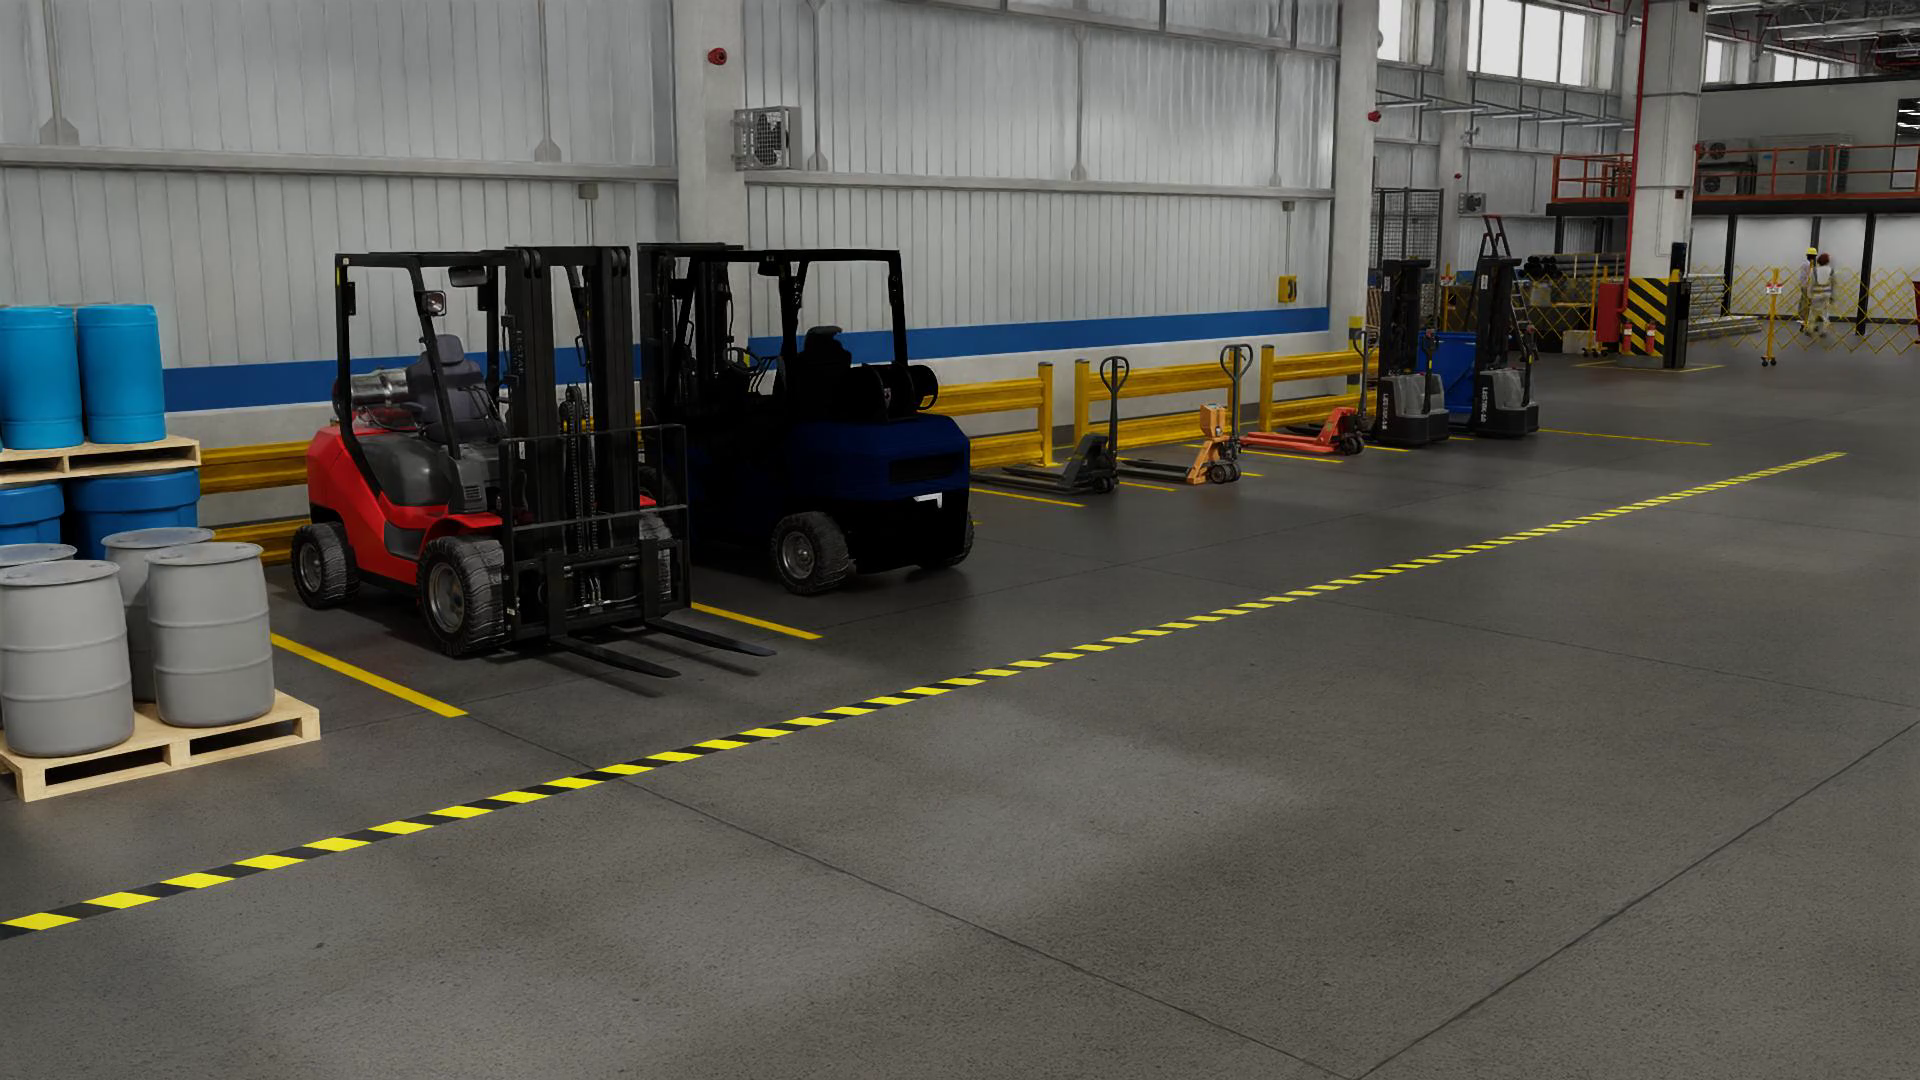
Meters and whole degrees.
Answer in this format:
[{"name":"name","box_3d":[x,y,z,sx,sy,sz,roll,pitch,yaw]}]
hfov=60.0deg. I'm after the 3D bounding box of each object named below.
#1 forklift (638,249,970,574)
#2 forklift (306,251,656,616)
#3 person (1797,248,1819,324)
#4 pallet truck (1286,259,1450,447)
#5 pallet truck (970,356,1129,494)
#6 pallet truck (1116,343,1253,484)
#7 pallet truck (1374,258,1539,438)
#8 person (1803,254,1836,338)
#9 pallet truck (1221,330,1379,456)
[{"name":"forklift","box_3d":[-1.173,-0.958,11.239,2.680,1.987,1.157,10,14,43]},{"name":"forklift","box_3d":[-2.833,-0.669,9.694,1.157,1.987,2.680,-10,14,-44]},{"name":"person","box_3d":[21.545,-6.459,42.273,0.367,1.927,0.590,2,11,13]},{"name":"pallet truck","box_3d":[4.493,-2.078,18.196,0.823,1.965,1.885,-9,14,-40]},{"name":"pallet truck","box_3d":[0.784,-1.085,14.876,0.680,1.201,1.601,-10,14,-44]},{"name":"pallet truck","box_3d":[1.962,-1.215,15.415,1.522,1.261,0.704,10,14,43]},{"name":"pallet truck","box_3d":[5.704,-2.208,18.901,1.885,1.965,0.823,10,14,43]},{"name":"person","box_3d":[18.914,-5.359,36.555,0.581,1.840,0.959,3,11,14]},{"name":"pallet truck","box_3d":[3.563,-1.581,17.381,0.653,1.274,1.630,-10,14,-44]}]
